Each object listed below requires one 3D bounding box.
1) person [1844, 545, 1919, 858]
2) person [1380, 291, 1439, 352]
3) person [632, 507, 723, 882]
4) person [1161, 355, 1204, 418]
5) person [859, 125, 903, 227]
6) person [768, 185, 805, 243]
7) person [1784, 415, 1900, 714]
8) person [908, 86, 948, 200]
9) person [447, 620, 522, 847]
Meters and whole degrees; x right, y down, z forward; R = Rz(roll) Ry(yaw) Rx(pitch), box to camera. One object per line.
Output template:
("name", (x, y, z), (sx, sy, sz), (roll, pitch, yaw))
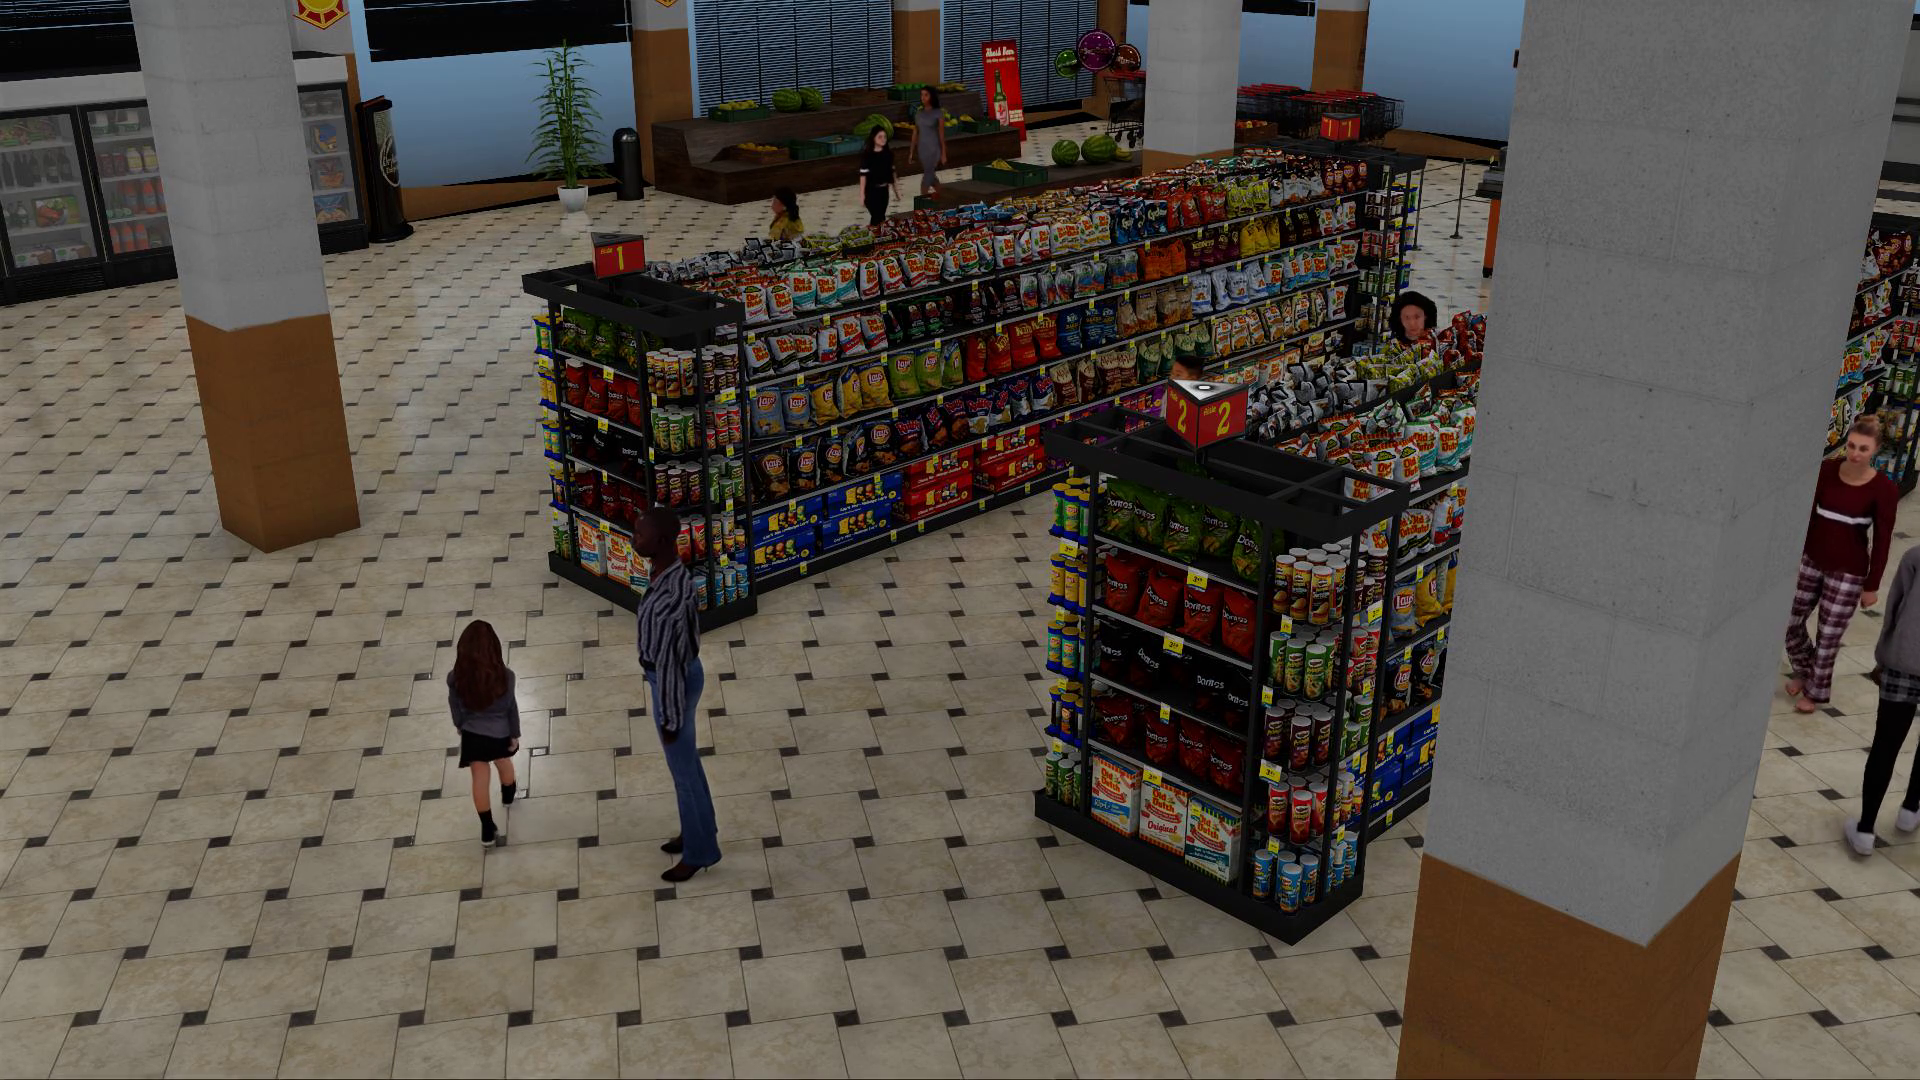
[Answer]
("person", (4.436, 0.648, 7.680), (0.679, 1.721, 0.903), (17, 27, 36))
("person", (3.035, -0.803, 11.170), (0.695, 1.811, 0.881), (-11, 24, -25))
("person", (-1.270, 0.693, 7.471), (0.701, 1.792, 0.696), (-6, 23, -14))
("person", (1.472, -0.515, 10.930), (0.570, 1.455, 0.614), (-14, 26, -31))
("person", (-1.018, -4.046, 19.499), (0.660, 1.619, 0.717), (20, 29, 40))
("person", (-1.520, -2.500, 15.644), (1.272, 1.624, 1.086), (-8, 23, -18))
("person", (4.758, 0.129, 9.010), (0.610, 1.692, 0.656), (-19, 28, -39))
("person", (-0.345, -5.017, 21.766), (0.691, 1.730, 1.134), (16, 27, 35))
("person", (-2.254, 0.920, 7.861), (0.784, 1.080, 0.769), (-5, 22, -12))
